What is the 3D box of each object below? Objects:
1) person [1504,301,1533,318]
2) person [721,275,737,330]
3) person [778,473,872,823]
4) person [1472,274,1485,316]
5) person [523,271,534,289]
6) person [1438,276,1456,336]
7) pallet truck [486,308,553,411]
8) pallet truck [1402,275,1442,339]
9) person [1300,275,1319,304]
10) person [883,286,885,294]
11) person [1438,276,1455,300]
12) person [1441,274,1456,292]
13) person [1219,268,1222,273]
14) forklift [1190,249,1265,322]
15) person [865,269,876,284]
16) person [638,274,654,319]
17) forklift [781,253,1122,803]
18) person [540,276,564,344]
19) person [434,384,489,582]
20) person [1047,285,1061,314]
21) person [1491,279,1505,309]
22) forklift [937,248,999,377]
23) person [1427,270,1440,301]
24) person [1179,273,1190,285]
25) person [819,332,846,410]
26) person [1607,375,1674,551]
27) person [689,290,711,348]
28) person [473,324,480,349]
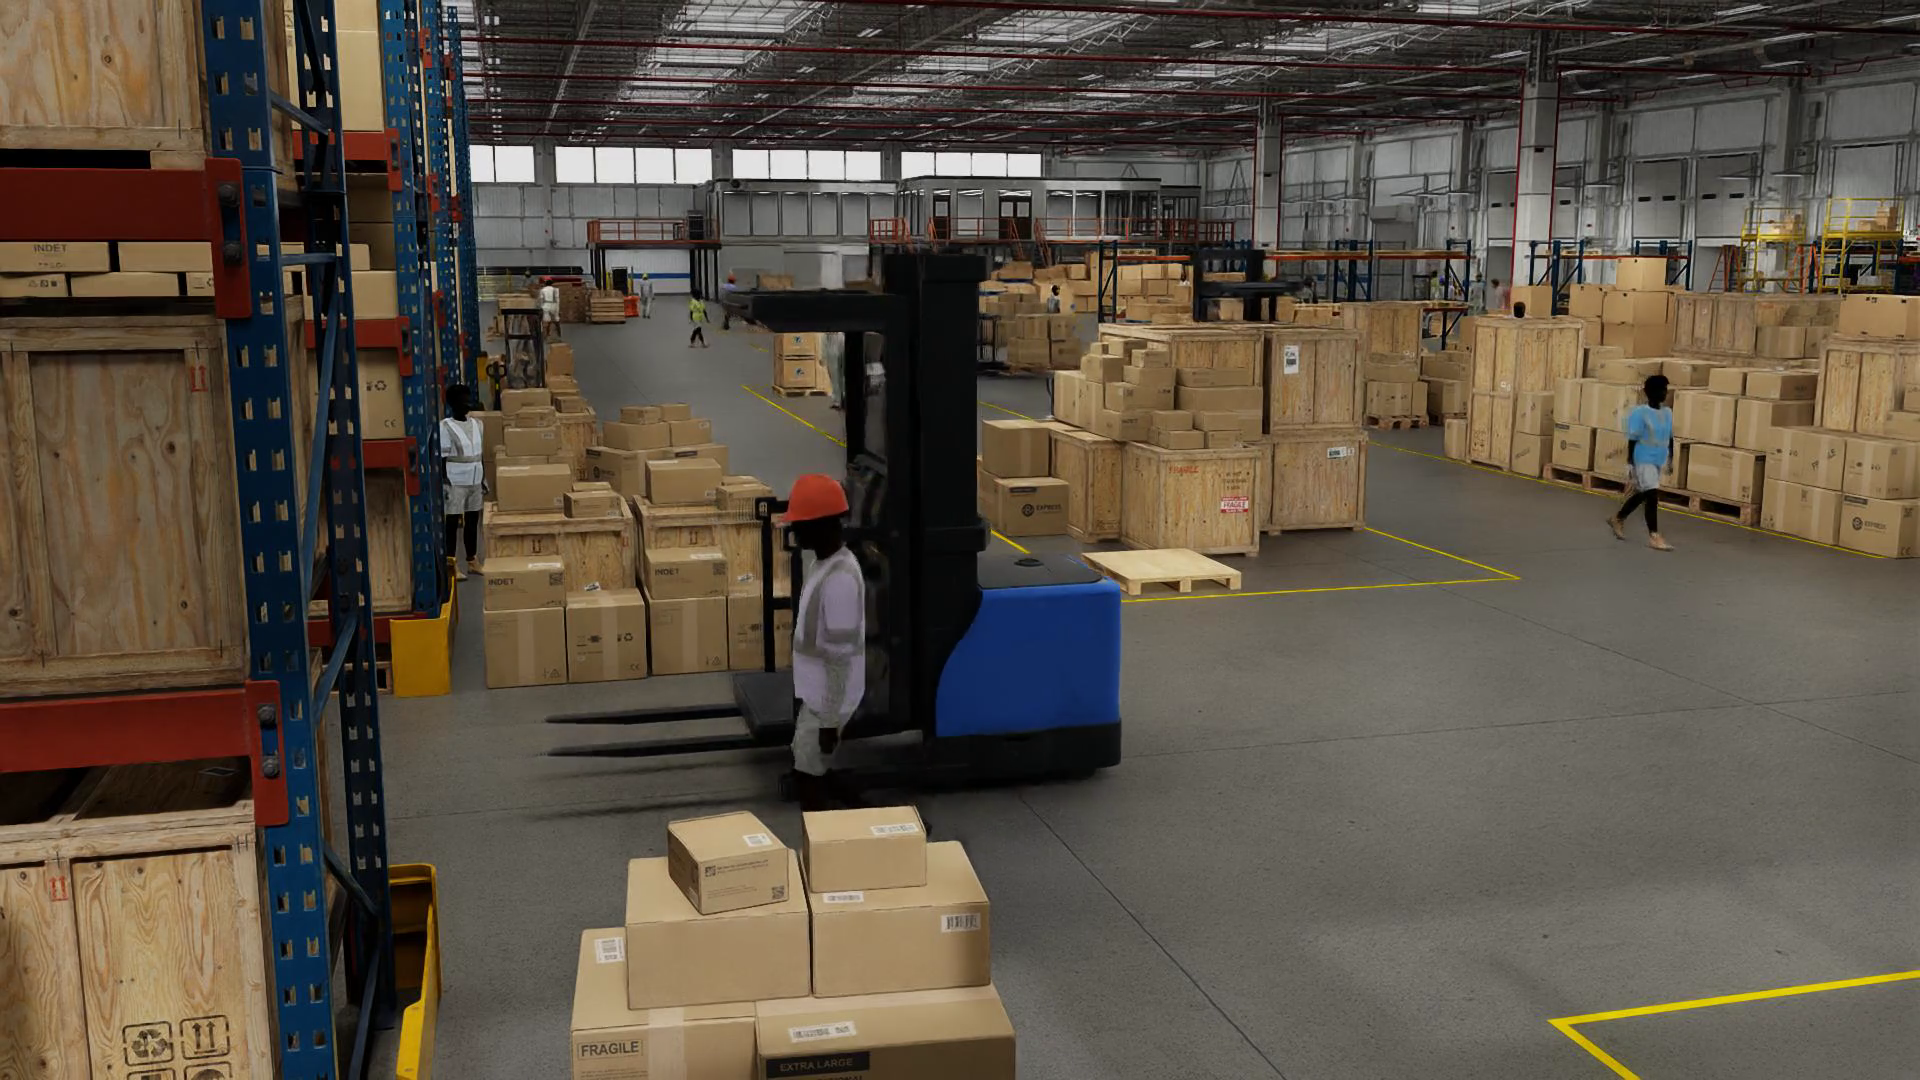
[{"bbox_3d":[10.510,-3.577,31.381,0.624,1.841,0.430,4,11,20],"label":"person"},{"bbox_3d":[-7.938,-8.232,57.624,0.578,1.877,0.818,4,11,21],"label":"person"},{"bbox_3d":[-0.562,0.654,7.180,0.590,1.916,0.568,-1,10,-8],"label":"person"},{"bbox_3d":[19.385,-9.008,62.172,0.503,1.839,0.817,1,10,5],"label":"person"},{"bbox_3d":[-20.510,-11.917,79.025,0.505,1.701,0.900,-3,10,-16],"label":"person"},{"bbox_3d":[15.573,-7.466,53.183,0.777,1.919,0.635,7,12,34],"label":"person"},{"bbox_3d":[-6.242,-2.418,24.362,0.823,1.965,1.885,1,10,3],"label":"pallet truck"},{"bbox_3d":[14.620,-7.324,52.145,0.823,1.965,1.885,8,13,40],"label":"pallet truck"},{"bbox_3d":[10.179,-6.698,48.477,0.537,2.000,0.682,1,10,7],"label":"person"},{"bbox_3d":[-1.632,-5.192,40.227,0.457,1.939,0.669,-2,10,-9],"label":"person"},{"bbox_3d":[15.808,-7.637,54.144,0.392,1.921,0.584,-9,13,-40],"label":"person"},{"bbox_3d":[22.126,-11.374,75.449,0.646,1.876,0.884,1,10,6],"label":"person"},{"bbox_3d":[12.990,-12.684,82.995,0.519,1.832,0.550,5,11,27],"label":"person"},{"bbox_3d":[3.471,-2.414,21.844,1.129,2.768,1.873,-3,10,-15],"label":"forklift"},{"bbox_3d":[-3.757,-10.461,70.125,0.576,1.923,0.588,9,13,40],"label":"person"},{"bbox_3d":[-12.488,-9.704,66.223,0.595,1.792,0.920,-2,10,-10],"label":"person"},{"bbox_3d":[-0.136,-0.148,9.011,1.873,2.768,1.129,-3,10,-15],"label":"forklift"},{"bbox_3d":[-12.095,-6.814,49.286,0.631,1.983,1.054,1,10,8],"label":"person"},{"bbox_3d":[-4.290,-0.499,14.351,0.318,1.697,0.535,6,11,29],"label":"person"},{"bbox_3d":[2.504,-5.830,44.087,0.331,1.860,0.535,-8,13,-38],"label":"person"},{"bbox_3d":[16.730,-7.215,51.914,1.049,1.858,0.692,3,10,15],"label":"person"},{"bbox_3d":[-0.207,-4.966,36.292,1.873,2.768,1.129,-3,10,-15],"label":"forklift"},{"bbox_3d":[21.298,-11.239,74.860,0.618,1.808,0.931,-2,10,-10],"label":"person"},{"bbox_3d":[8.401,-9.065,62.370,0.353,1.875,0.573,-6,12,-31],"label":"person"},{"bbox_3d":[-2.187,-3.232,29.192,0.654,1.918,0.461,-8,13,-37],"label":"person"},{"bbox_3d":[6.568,-0.765,15.970,0.538,1.673,0.806,-5,11,-28],"label":"person"},{"bbox_3d":[-7.366,-6.235,46.957,0.858,1.644,0.538,5,11,28],"label":"person"},{"bbox_3d":[-11.931,-5.151,40.205,1.058,1.888,0.638,5,11,26],"label":"person"}]
